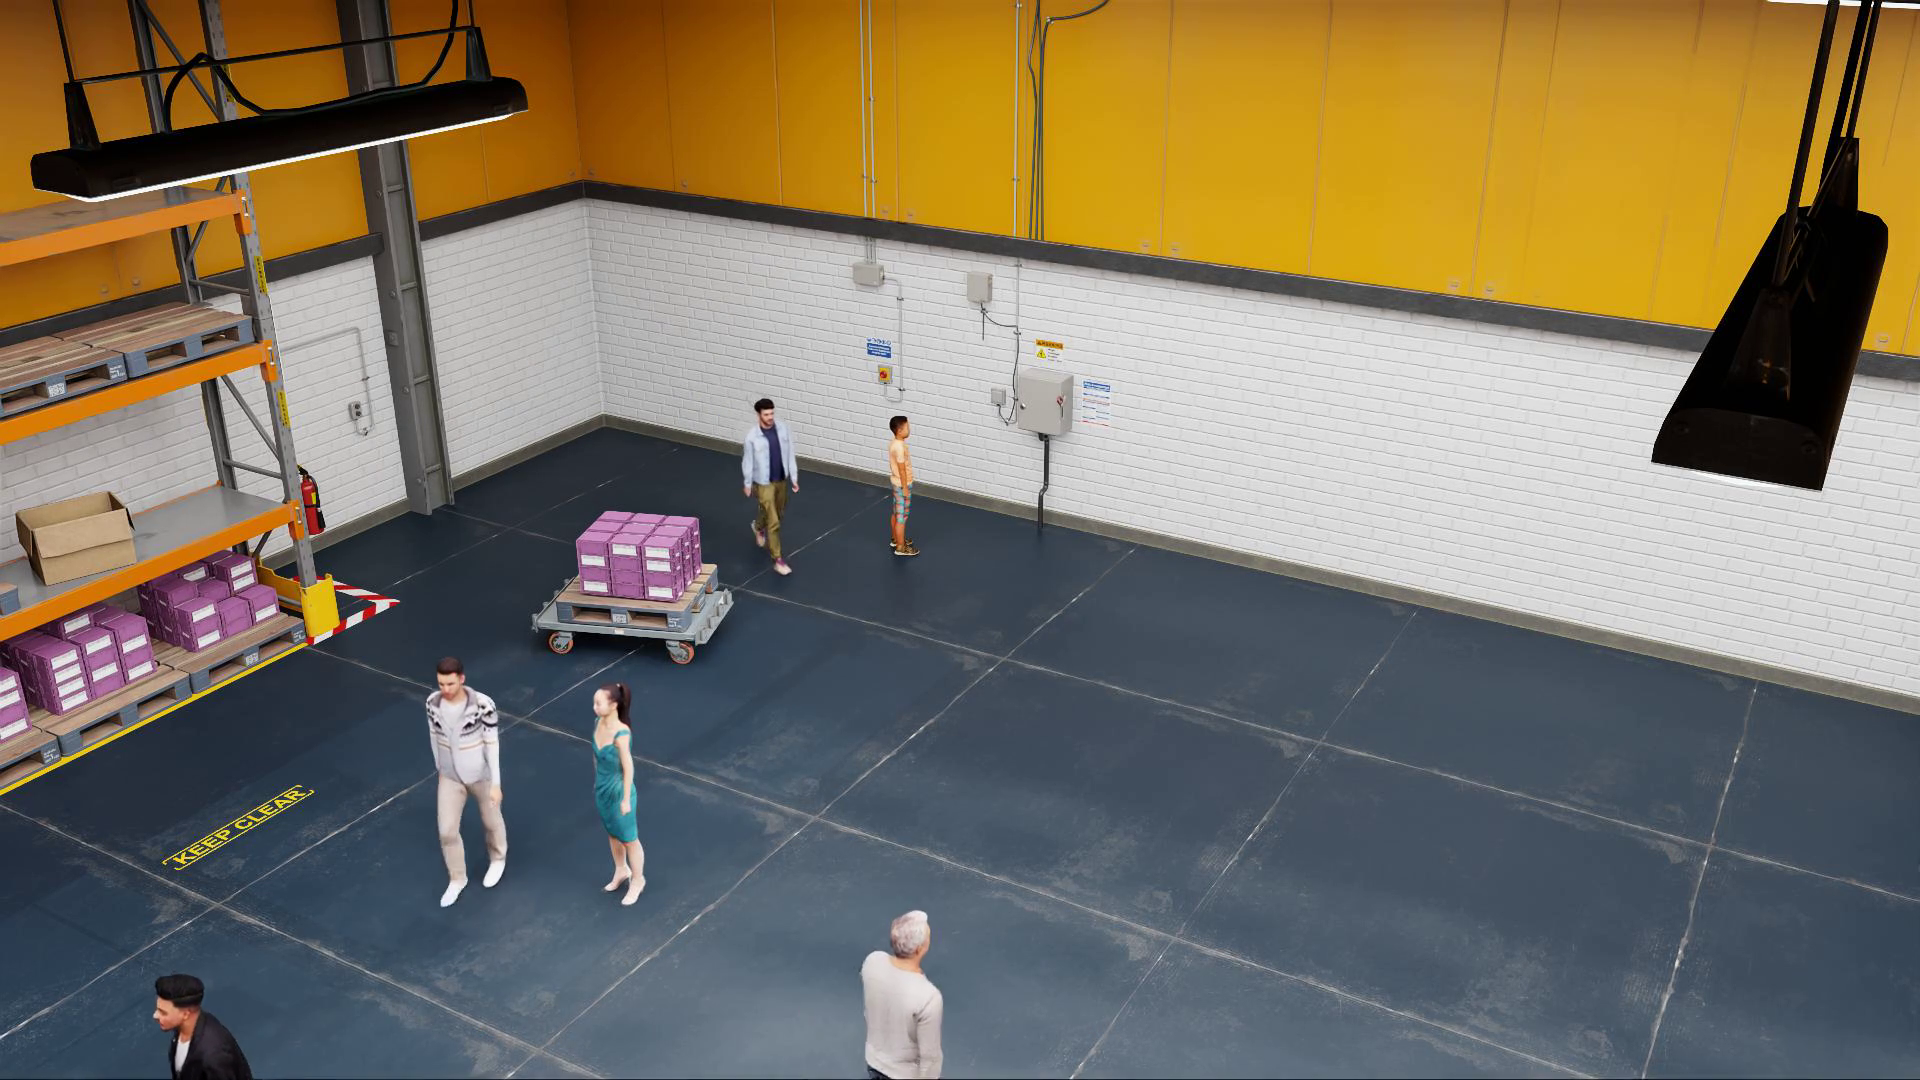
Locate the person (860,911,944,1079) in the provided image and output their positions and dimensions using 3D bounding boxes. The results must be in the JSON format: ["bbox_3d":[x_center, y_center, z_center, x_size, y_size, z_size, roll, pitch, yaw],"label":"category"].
[{"bbox_3d":[-0.363,2.800,8.712,0.848,1.892,1.091,20,31,38],"label":"person"}]

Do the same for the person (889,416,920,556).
[{"bbox_3d":[-0.605,-0.576,16.973,0.661,1.461,0.597,-5,24,-12],"label":"person"}]

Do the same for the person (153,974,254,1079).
[{"bbox_3d":[-3.715,2.936,8.523,0.824,1.796,0.812,-19,30,-37],"label":"person"}]

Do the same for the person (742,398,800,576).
[{"bbox_3d":[-1.930,-0.589,16.609,1.196,1.777,1.032,-18,29,-35],"label":"person"}]

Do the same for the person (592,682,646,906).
[{"bbox_3d":[-2.357,1.732,11.410,0.572,1.688,0.605,-20,31,-38],"label":"person"}]

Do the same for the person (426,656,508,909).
[{"bbox_3d":[-3.385,1.575,11.581,0.887,1.839,0.981,2,24,5],"label":"person"}]
